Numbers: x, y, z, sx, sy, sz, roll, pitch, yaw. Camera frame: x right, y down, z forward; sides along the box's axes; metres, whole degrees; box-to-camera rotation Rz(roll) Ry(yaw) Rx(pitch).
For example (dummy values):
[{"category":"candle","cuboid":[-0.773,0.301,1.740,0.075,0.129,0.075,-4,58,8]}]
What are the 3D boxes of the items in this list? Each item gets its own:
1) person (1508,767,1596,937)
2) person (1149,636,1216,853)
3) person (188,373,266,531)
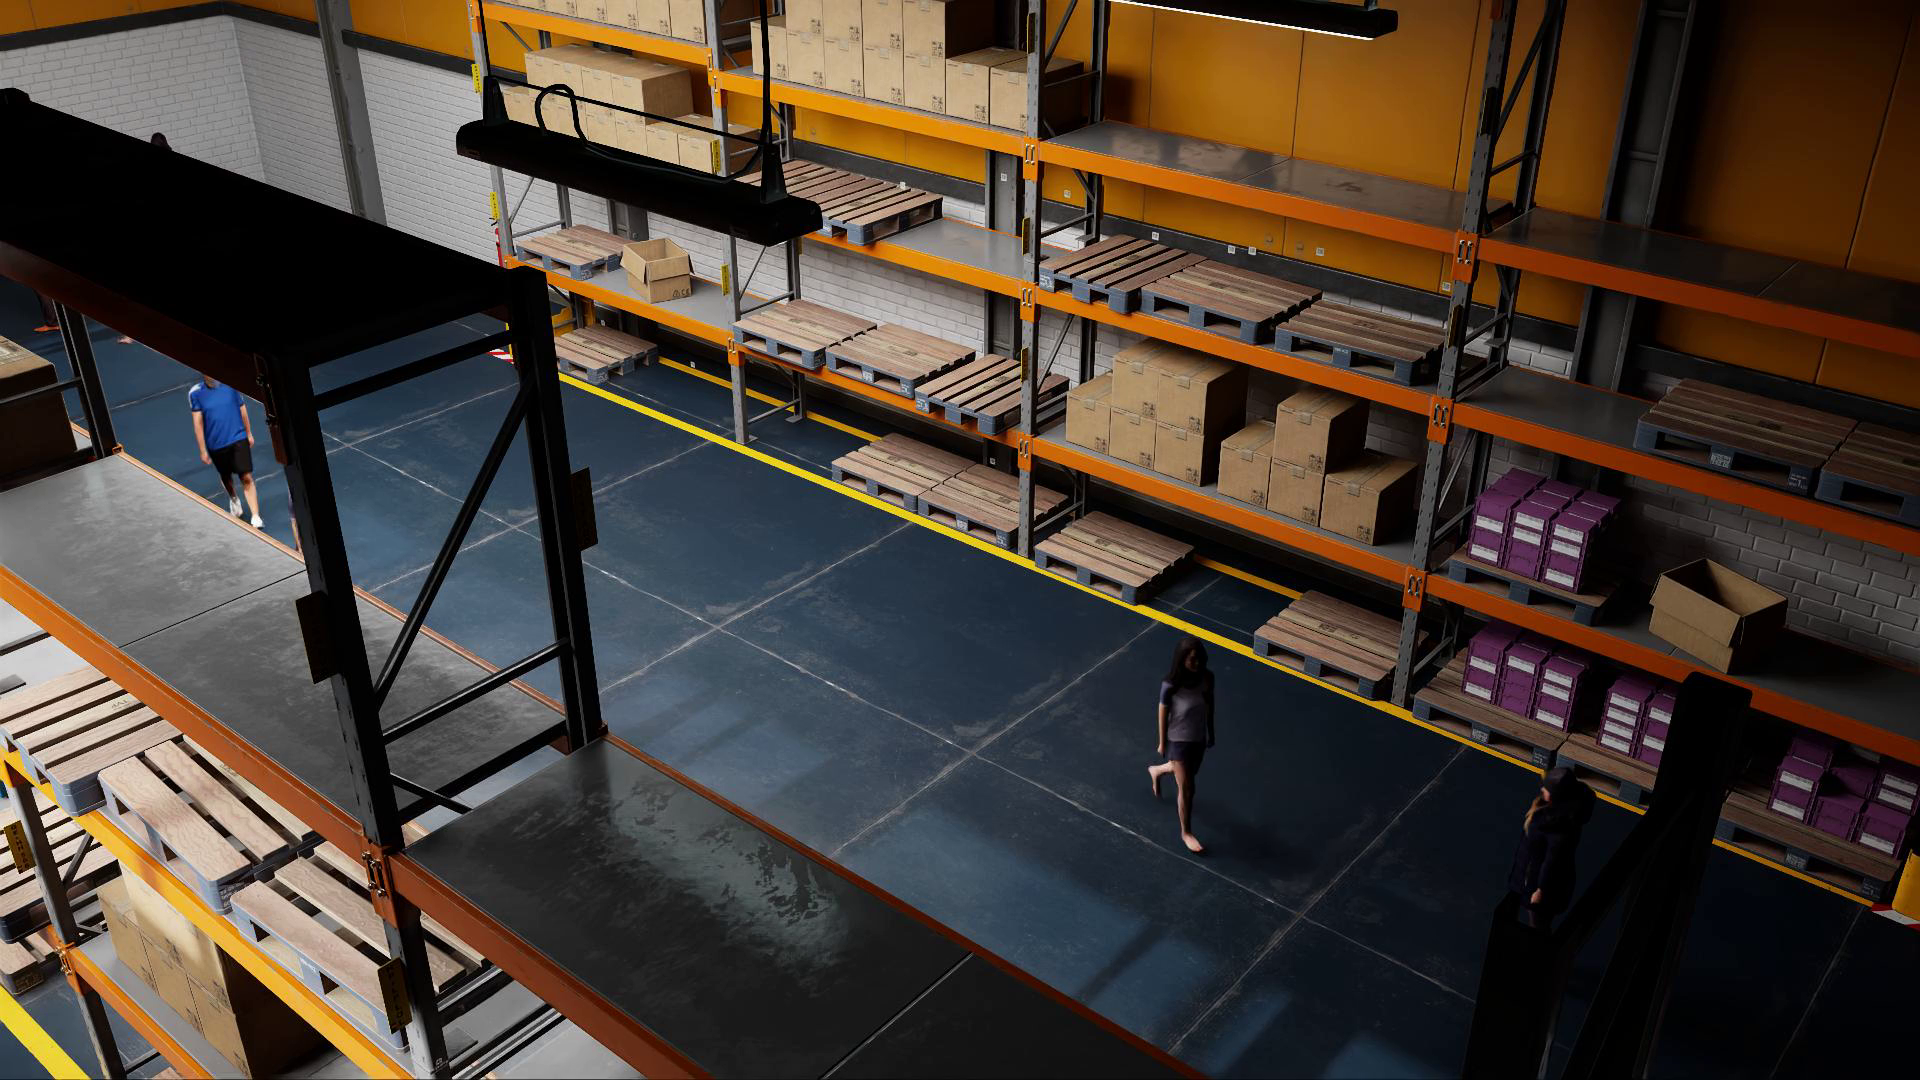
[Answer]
[{"category":"person","cuboid":[3.825,2.159,10.833,0.780,1.673,0.770,7,29,13]},{"category":"person","cuboid":[1.624,1.402,12.211,0.811,1.683,1.097,-16,32,-27]},{"category":"person","cuboid":[-7.289,-1.007,16.487,0.986,1.816,1.307,-15,32,-25]}]
